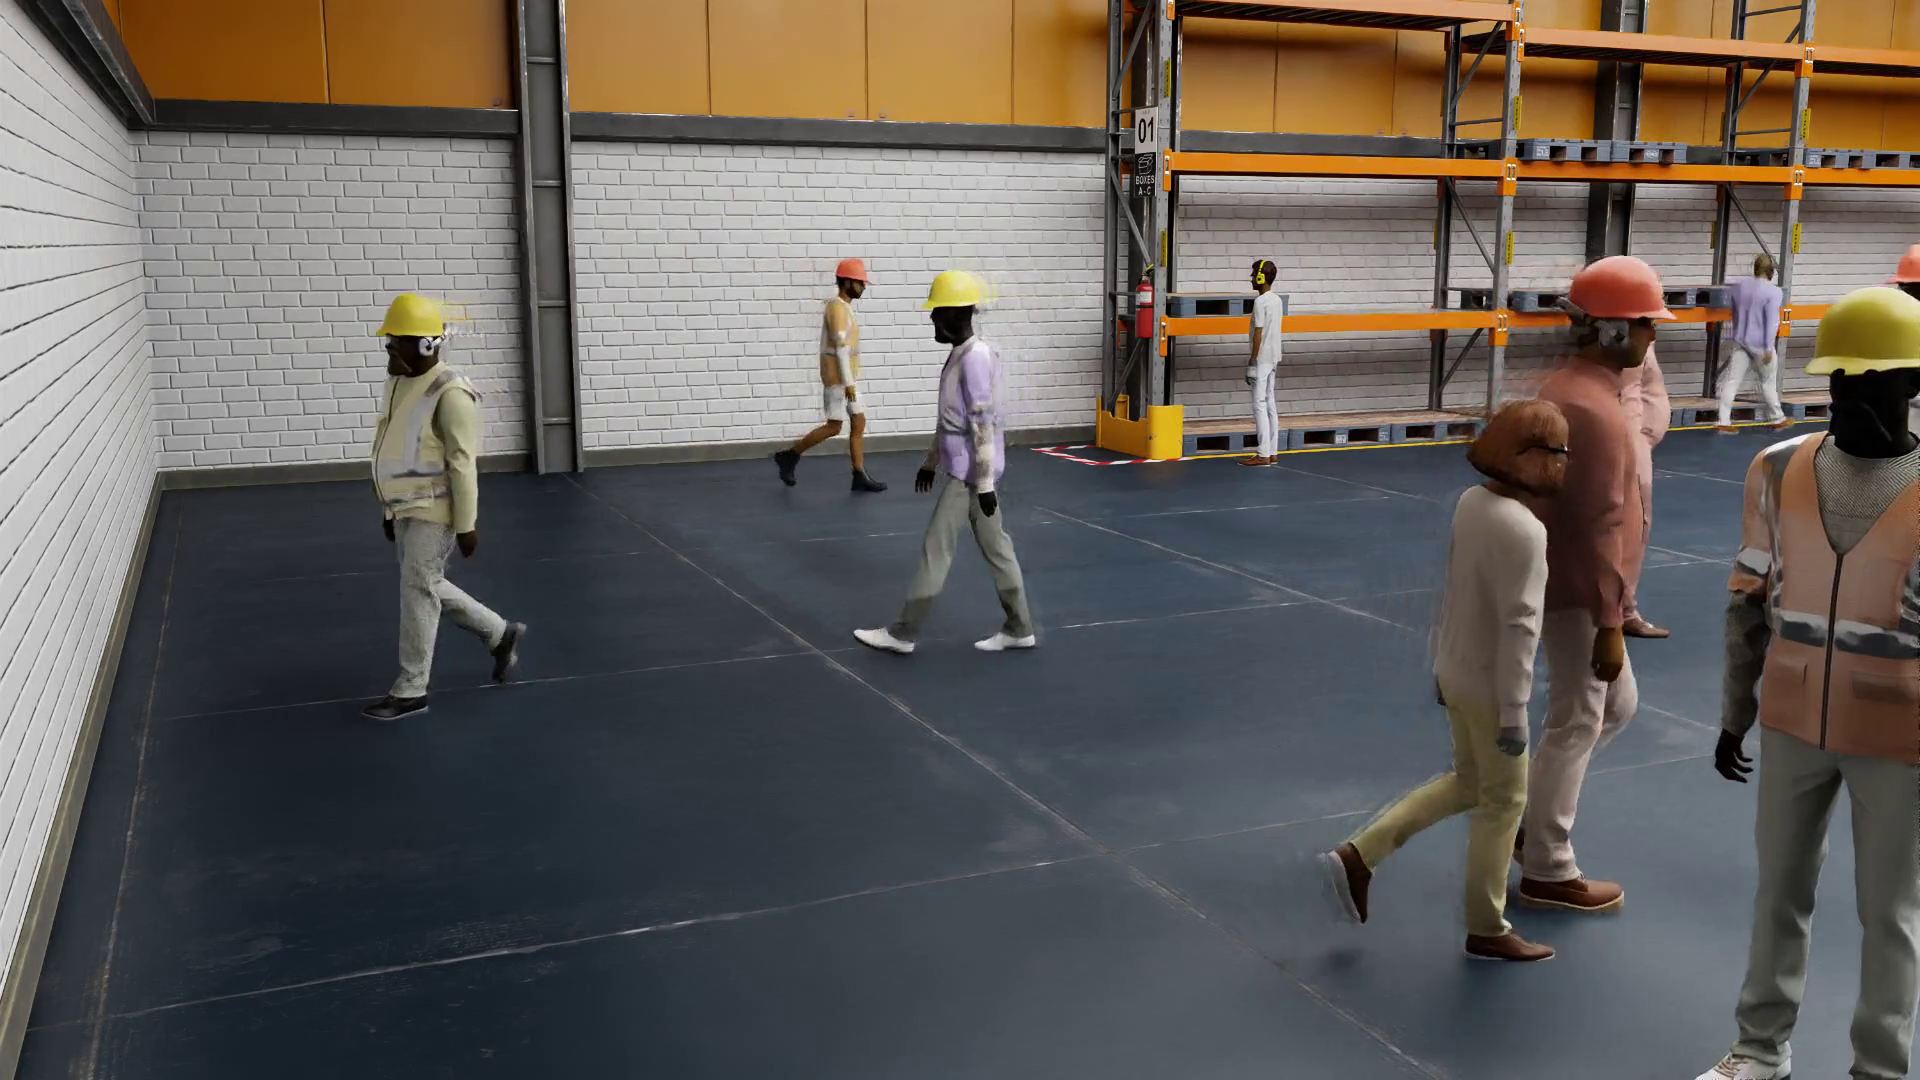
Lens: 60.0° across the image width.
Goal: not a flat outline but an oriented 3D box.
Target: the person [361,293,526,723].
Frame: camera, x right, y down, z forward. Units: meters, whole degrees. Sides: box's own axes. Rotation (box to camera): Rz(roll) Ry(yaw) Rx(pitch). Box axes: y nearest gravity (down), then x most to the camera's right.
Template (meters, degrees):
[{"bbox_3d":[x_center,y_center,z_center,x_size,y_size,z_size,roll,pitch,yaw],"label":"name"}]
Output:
[{"bbox_3d":[-2.253,-0.157,7.178,0.755,1.813,0.598,-9,13,-40],"label":"person"}]

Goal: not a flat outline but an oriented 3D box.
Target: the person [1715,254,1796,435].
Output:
[{"bbox_3d":[8.370,-2.041,17.446,1.013,1.883,0.651,-5,11,-24],"label":"person"}]

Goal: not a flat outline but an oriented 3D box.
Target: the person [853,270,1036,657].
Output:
[{"bbox_3d":[-0.064,-0.358,8.112,0.966,1.879,0.606,0,10,-1],"label":"person"}]

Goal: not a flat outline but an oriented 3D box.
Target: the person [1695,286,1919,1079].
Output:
[{"bbox_3d":[1.974,0.409,3.698,0.385,1.925,0.591,-8,13,-39],"label":"person"}]

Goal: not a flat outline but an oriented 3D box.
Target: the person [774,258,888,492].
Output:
[{"bbox_3d":[-1.041,-1.321,13.422,0.827,1.904,0.543,2,10,10],"label":"person"}]

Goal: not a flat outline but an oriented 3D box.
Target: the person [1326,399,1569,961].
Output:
[{"bbox_3d":[1.382,0.408,4.599,0.565,1.611,0.514,0,10,-2],"label":"person"}]

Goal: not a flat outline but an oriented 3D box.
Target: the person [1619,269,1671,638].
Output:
[{"bbox_3d":[3.373,-0.441,8.536,0.529,1.890,0.671,3,10,14],"label":"person"}]

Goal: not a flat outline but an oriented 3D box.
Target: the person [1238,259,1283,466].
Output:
[{"bbox_3d":[2.737,-1.596,15.065,0.323,1.865,0.517,6,12,31],"label":"person"}]

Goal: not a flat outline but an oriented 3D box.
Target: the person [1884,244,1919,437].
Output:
[{"bbox_3d":[4.976,-0.488,8.458,0.828,2.019,0.621,8,13,38],"label":"person"}]

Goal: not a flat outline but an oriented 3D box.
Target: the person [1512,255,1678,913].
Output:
[{"bbox_3d":[1.865,0.158,4.942,0.434,1.979,0.657,2,10,11],"label":"person"}]
